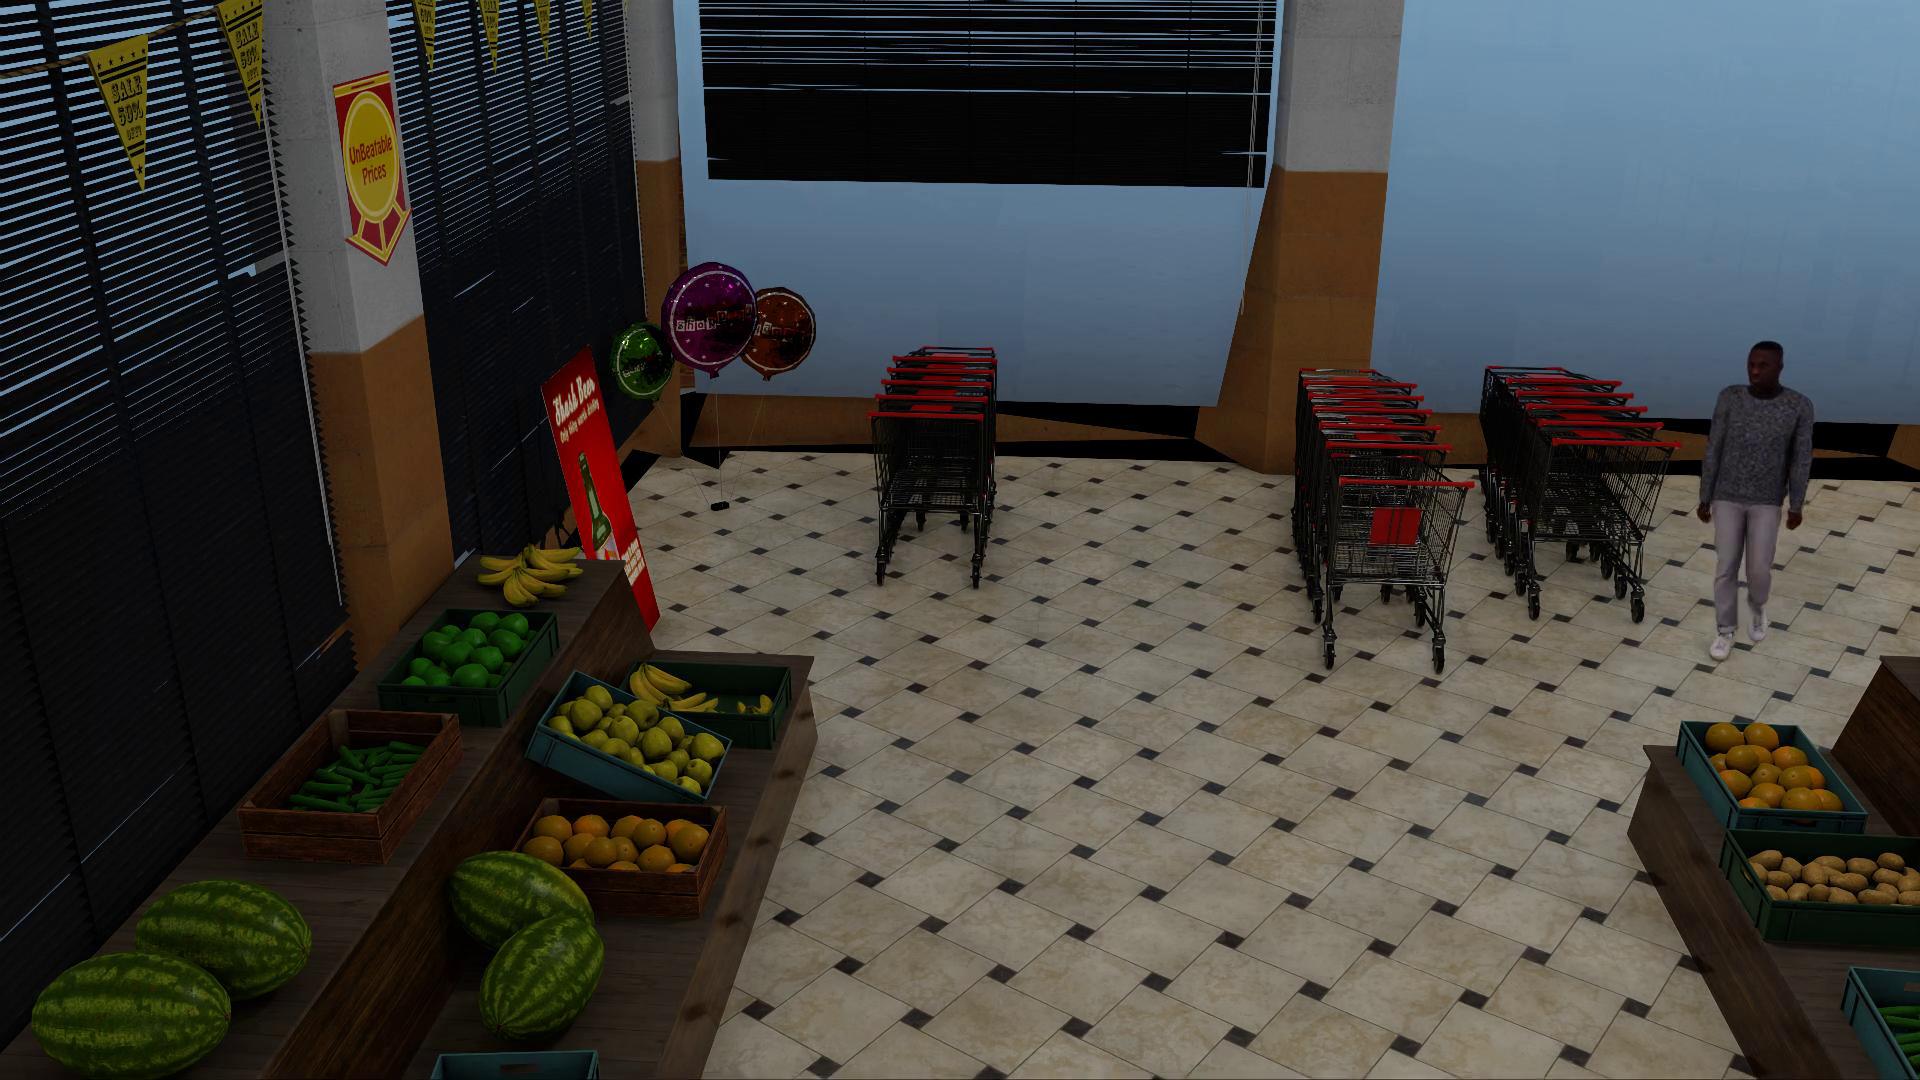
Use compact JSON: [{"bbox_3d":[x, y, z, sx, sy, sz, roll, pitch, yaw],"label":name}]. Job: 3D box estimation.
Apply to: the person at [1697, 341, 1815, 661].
[{"bbox_3d":[4.413,-0.239,9.277,0.848,1.820,0.887,12,25,28],"label":"person"}]
